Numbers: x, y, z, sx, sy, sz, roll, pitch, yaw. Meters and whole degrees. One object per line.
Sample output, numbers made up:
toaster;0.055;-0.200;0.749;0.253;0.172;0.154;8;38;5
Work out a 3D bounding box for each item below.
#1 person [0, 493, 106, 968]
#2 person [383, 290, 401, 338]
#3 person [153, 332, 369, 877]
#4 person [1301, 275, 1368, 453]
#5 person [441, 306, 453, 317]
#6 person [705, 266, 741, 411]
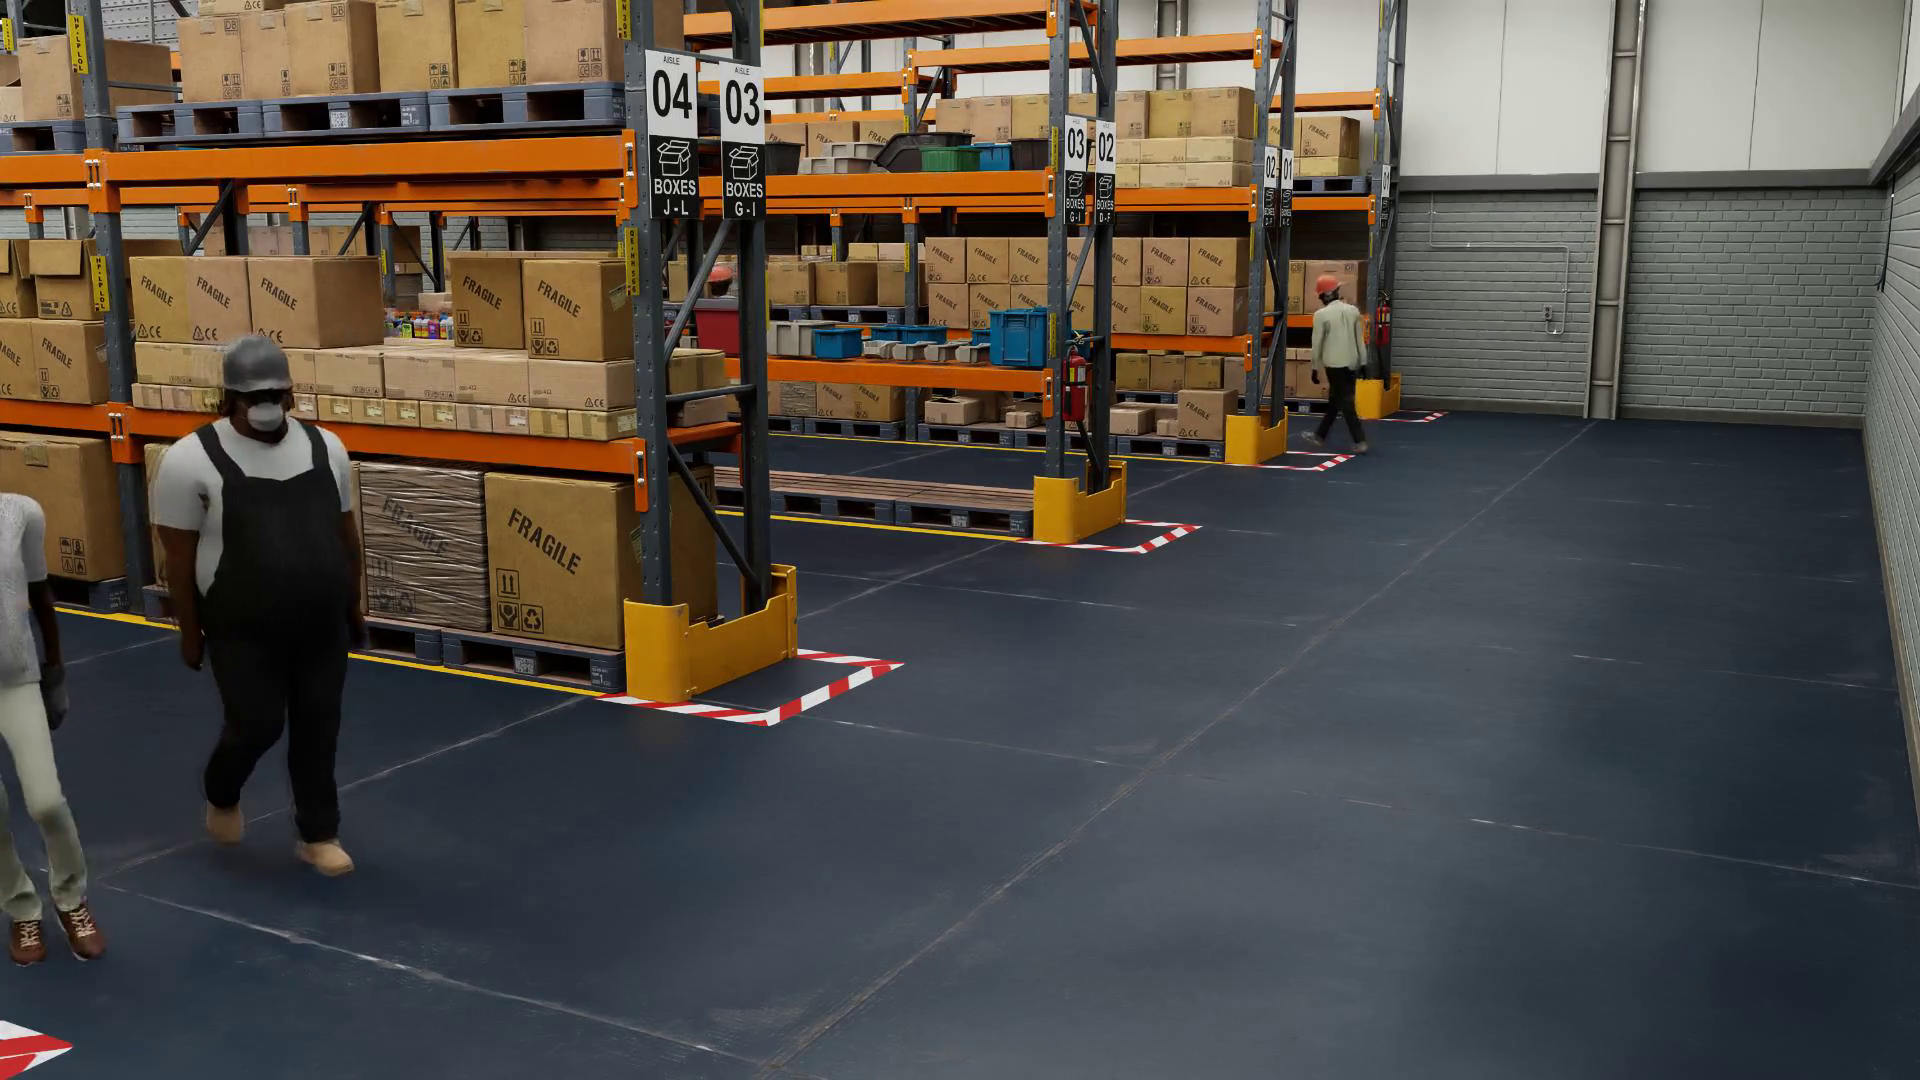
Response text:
person;-3.072;0.486;5.244;0.530;1.839;0.526;-6;12;-30
person;-5.121;-1.249;14.638;1.074;1.886;0.617;5;11;25
person;-2.510;0.231;6.082;0.645;2.000;0.694;9;14;41
person;4.146;-1.921;18.182;0.674;1.917;1.046;-6;12;-29
person;-5.626;-1.755;18.170;0.890;1.584;0.522;4;11;20
person;-2.744;-2.072;18.750;1.037;1.994;0.639;6;12;29
